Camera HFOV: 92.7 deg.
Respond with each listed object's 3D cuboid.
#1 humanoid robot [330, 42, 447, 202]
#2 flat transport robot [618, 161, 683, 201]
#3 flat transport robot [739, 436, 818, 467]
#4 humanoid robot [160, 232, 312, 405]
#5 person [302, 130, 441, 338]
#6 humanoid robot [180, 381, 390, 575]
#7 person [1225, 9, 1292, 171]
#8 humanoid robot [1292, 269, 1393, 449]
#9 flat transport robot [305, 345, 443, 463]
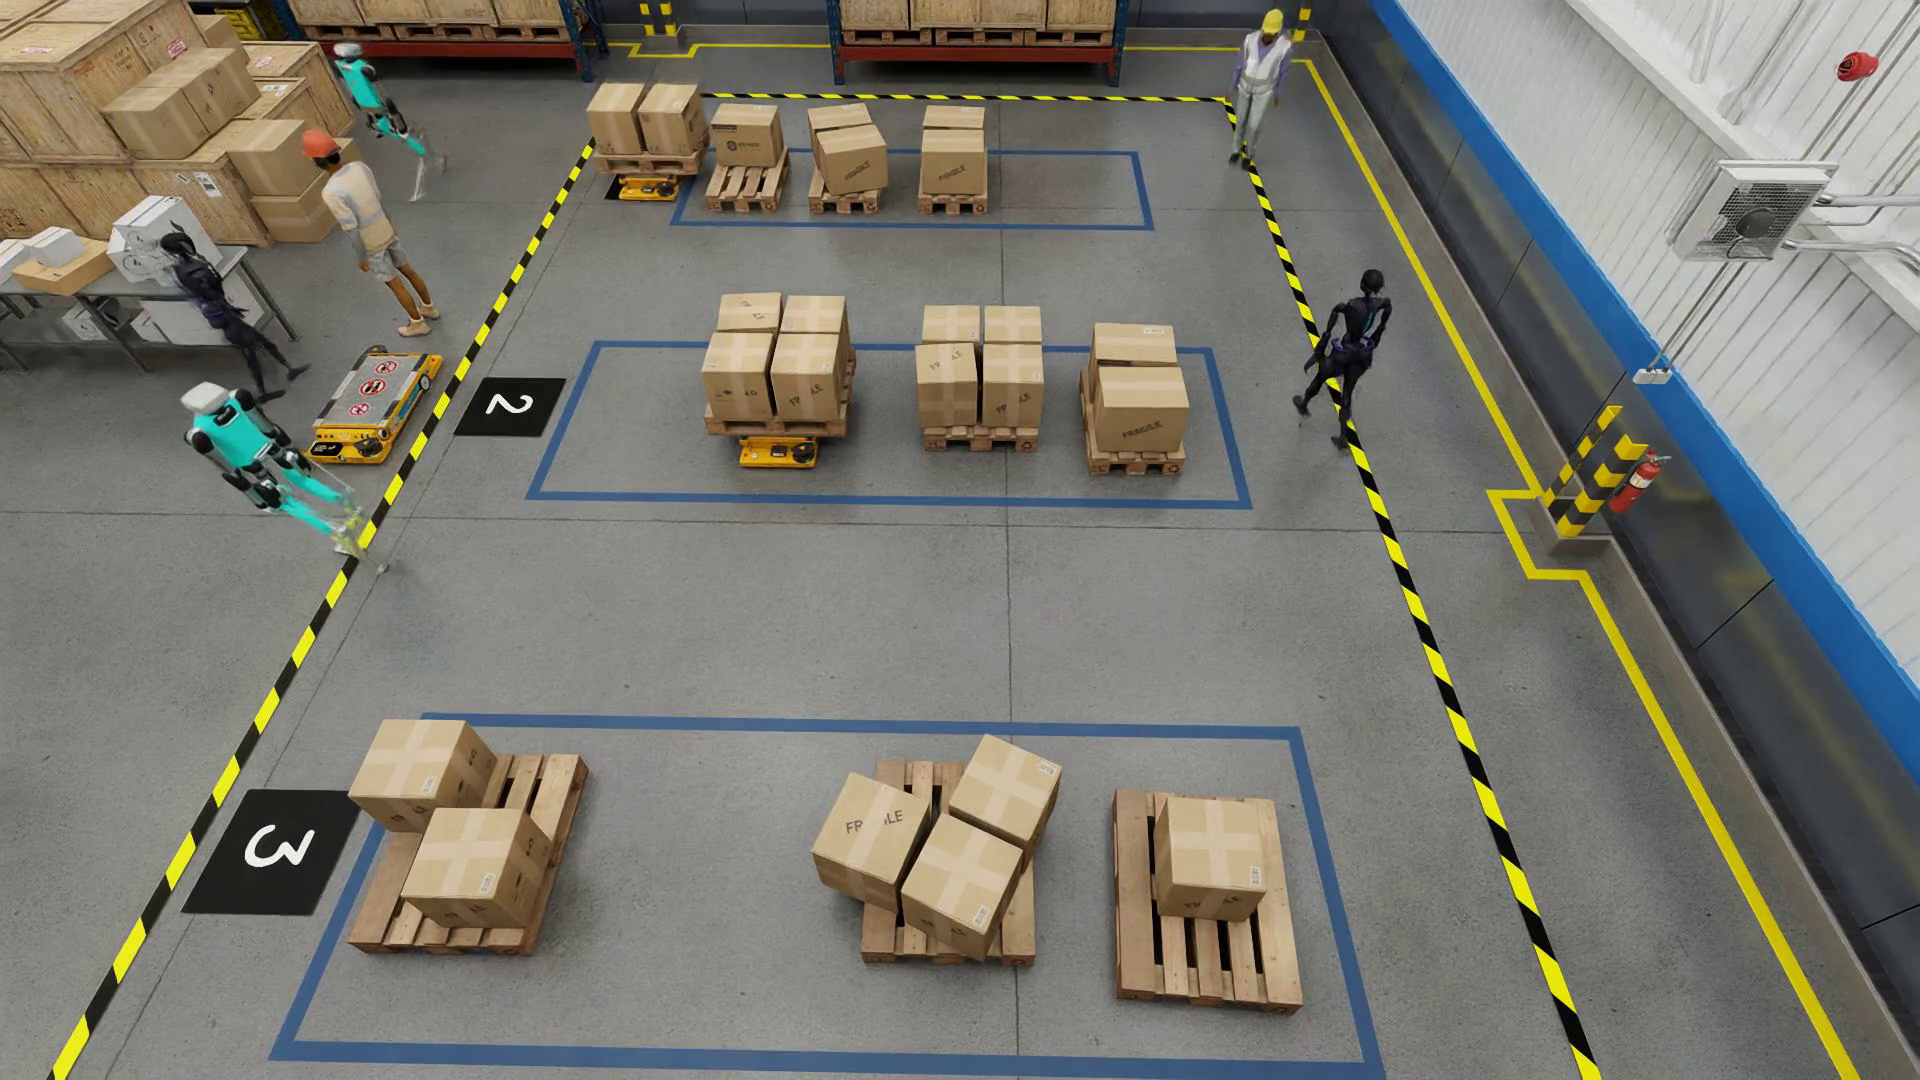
[{"bbox_3d":[-6.433,-4.933,10.586,0.540,1.766,0.954,14,51,12],"label":"humanoid robot"},{"bbox_3d":[-3.702,-4.624,11.261,0.652,0.197,1.431,1,50,1],"label":"flat transport robot"},{"bbox_3d":[-1.582,-1.235,8.394,0.652,0.197,1.431,1,50,1],"label":"flat transport robot"},{"bbox_3d":[-6.408,-1.983,8.126,0.591,1.641,0.587,37,59,27],"label":"humanoid robot"},{"bbox_3d":[-5.516,-2.827,8.598,0.385,2.045,0.605,5,50,4],"label":"person"},{"bbox_3d":[-4.801,-0.359,6.774,0.795,1.878,0.556,10,50,8],"label":"humanoid robot"},{"bbox_3d":[3.478,-5.296,10.837,0.608,1.810,0.551,24,54,19],"label":"person"},{"bbox_3d":[3.294,-1.561,7.799,0.584,1.631,0.786,-7,50,-6],"label":"humanoid robot"},{"bbox_3d":[-5.383,-1.269,8.441,0.659,0.231,1.431,1,50,1],"label":"flat transport robot"}]
